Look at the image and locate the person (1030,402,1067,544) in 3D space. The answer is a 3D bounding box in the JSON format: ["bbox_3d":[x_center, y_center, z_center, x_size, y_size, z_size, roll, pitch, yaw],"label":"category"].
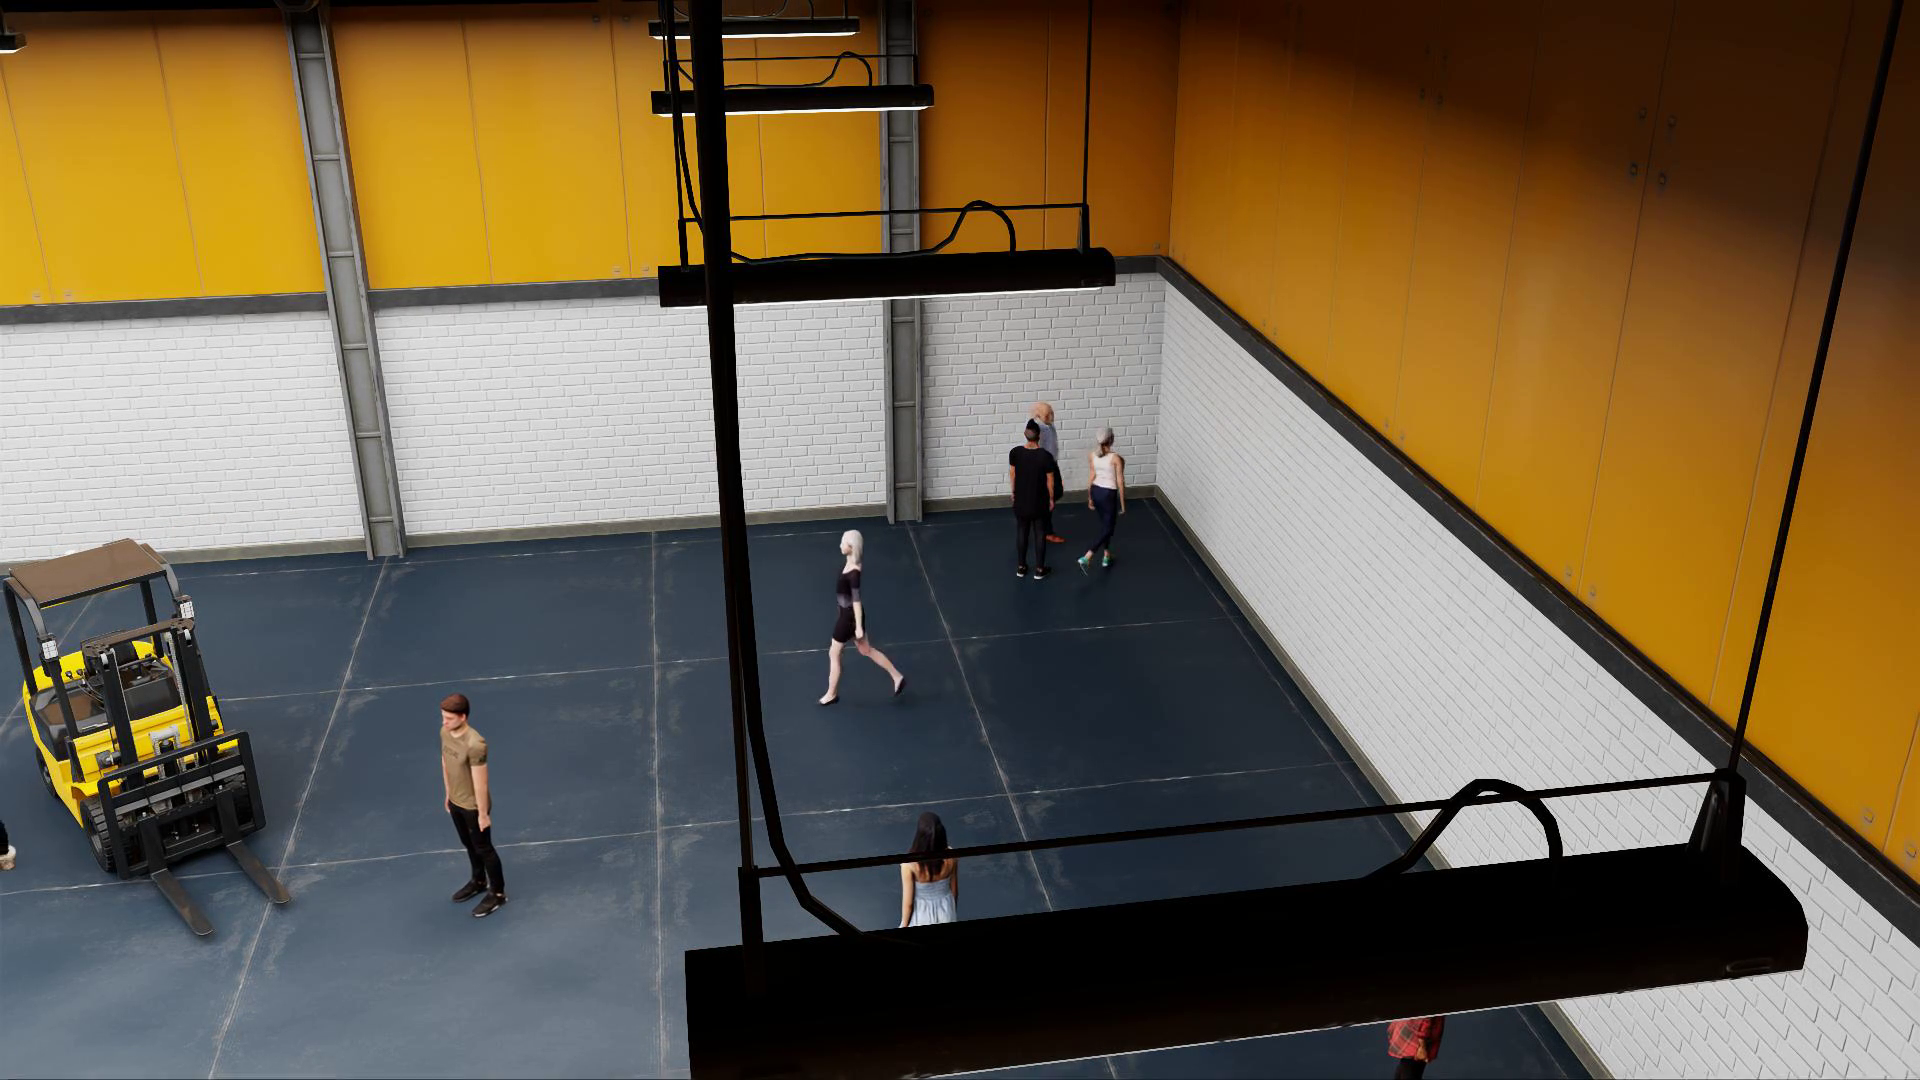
[{"bbox_3d":[0.942,-0.757,19.005,0.955,1.755,0.889,3,24,7],"label":"person"}]

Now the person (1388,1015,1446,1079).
[{"bbox_3d":[2.858,3.045,10.374,0.703,1.703,0.697,7,25,16],"label":"person"}]

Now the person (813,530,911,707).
[{"bbox_3d":[-0.911,0.752,15.505,1.181,1.794,0.716,0,24,-1],"label":"person"}]

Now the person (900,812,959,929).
[{"bbox_3d":[-0.197,2.602,11.355,0.538,1.730,0.693,-10,25,-21],"label":"person"}]

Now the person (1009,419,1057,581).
[{"bbox_3d":[0.790,-0.474,18.222,0.712,1.864,0.830,9,25,19],"label":"person"}]

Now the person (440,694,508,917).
[{"bbox_3d":[-3.714,1.975,12.639,0.736,1.849,0.767,20,30,38],"label":"person"}]

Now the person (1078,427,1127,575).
[{"bbox_3d":[1.556,-0.403,18.291,1.028,1.680,1.130,17,29,34],"label":"person"}]
